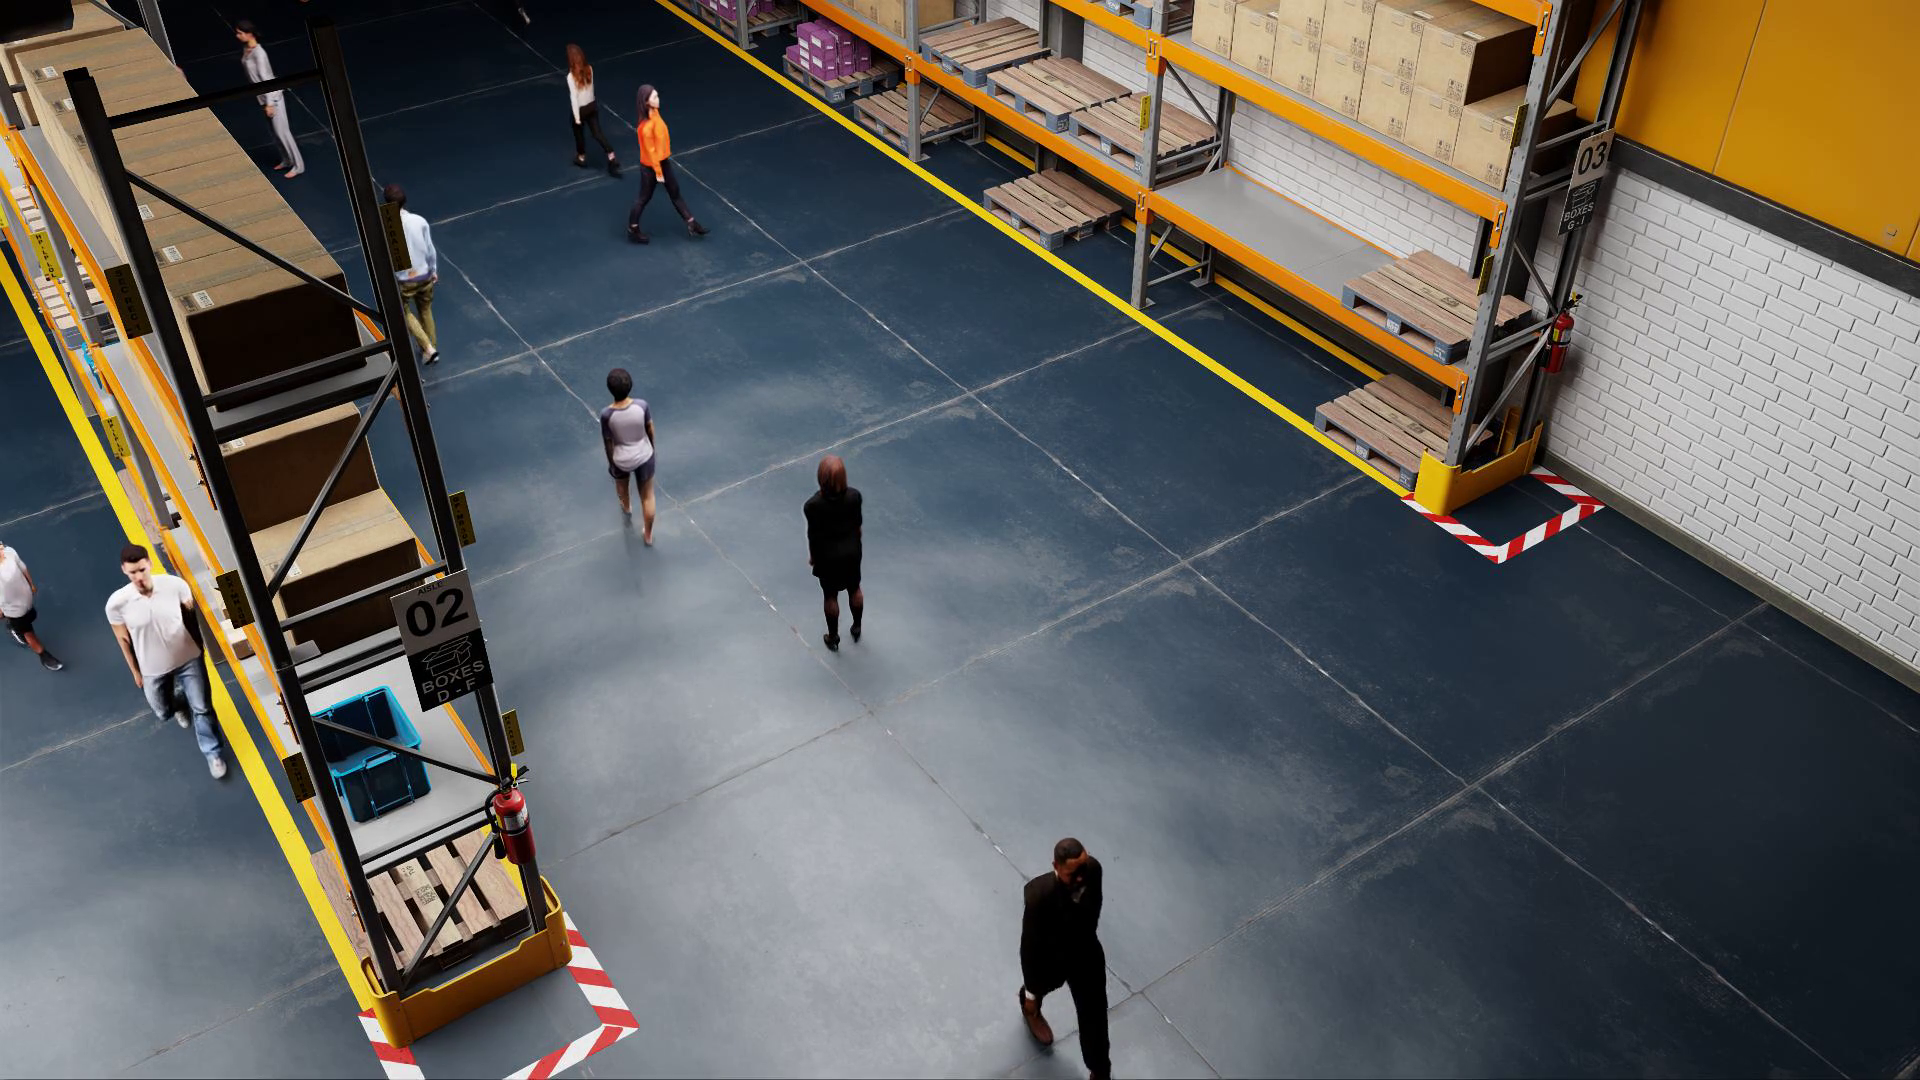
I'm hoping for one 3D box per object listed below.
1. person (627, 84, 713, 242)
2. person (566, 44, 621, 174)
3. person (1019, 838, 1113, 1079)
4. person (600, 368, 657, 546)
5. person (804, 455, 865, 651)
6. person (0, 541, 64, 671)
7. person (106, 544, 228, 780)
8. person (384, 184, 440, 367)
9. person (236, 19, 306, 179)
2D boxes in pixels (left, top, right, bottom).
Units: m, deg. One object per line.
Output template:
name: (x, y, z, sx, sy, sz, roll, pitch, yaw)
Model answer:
person: (-3.223, -3.823, 17.077, 1.139, 1.700, 1.134, 3, 39, 4)
person: (-4.104, -4.759, 18.441, 1.024, 1.461, 0.717, 27, 46, 29)
person: (0.519, 2.269, 9.323, 0.820, 1.857, 1.246, -19, 42, -22)
person: (-2.590, -0.629, 13.211, 0.751, 1.534, 0.974, -10, 40, -12)
person: (-0.893, 0.098, 12.162, 0.619, 1.706, 0.548, -16, 41, -19)
person: (-6.971, 0.381, 12.177, 0.901, 1.245, 0.709, 19, 43, 23)
person: (-5.354, 0.757, 11.223, 0.774, 1.848, 1.042, -18, 42, -21)
person: (-4.986, -2.358, 15.165, 0.691, 1.797, 0.803, -25, 45, -28)
person: (-7.618, -4.883, 18.351, 0.669, 1.766, 0.510, -29, 47, -31)
